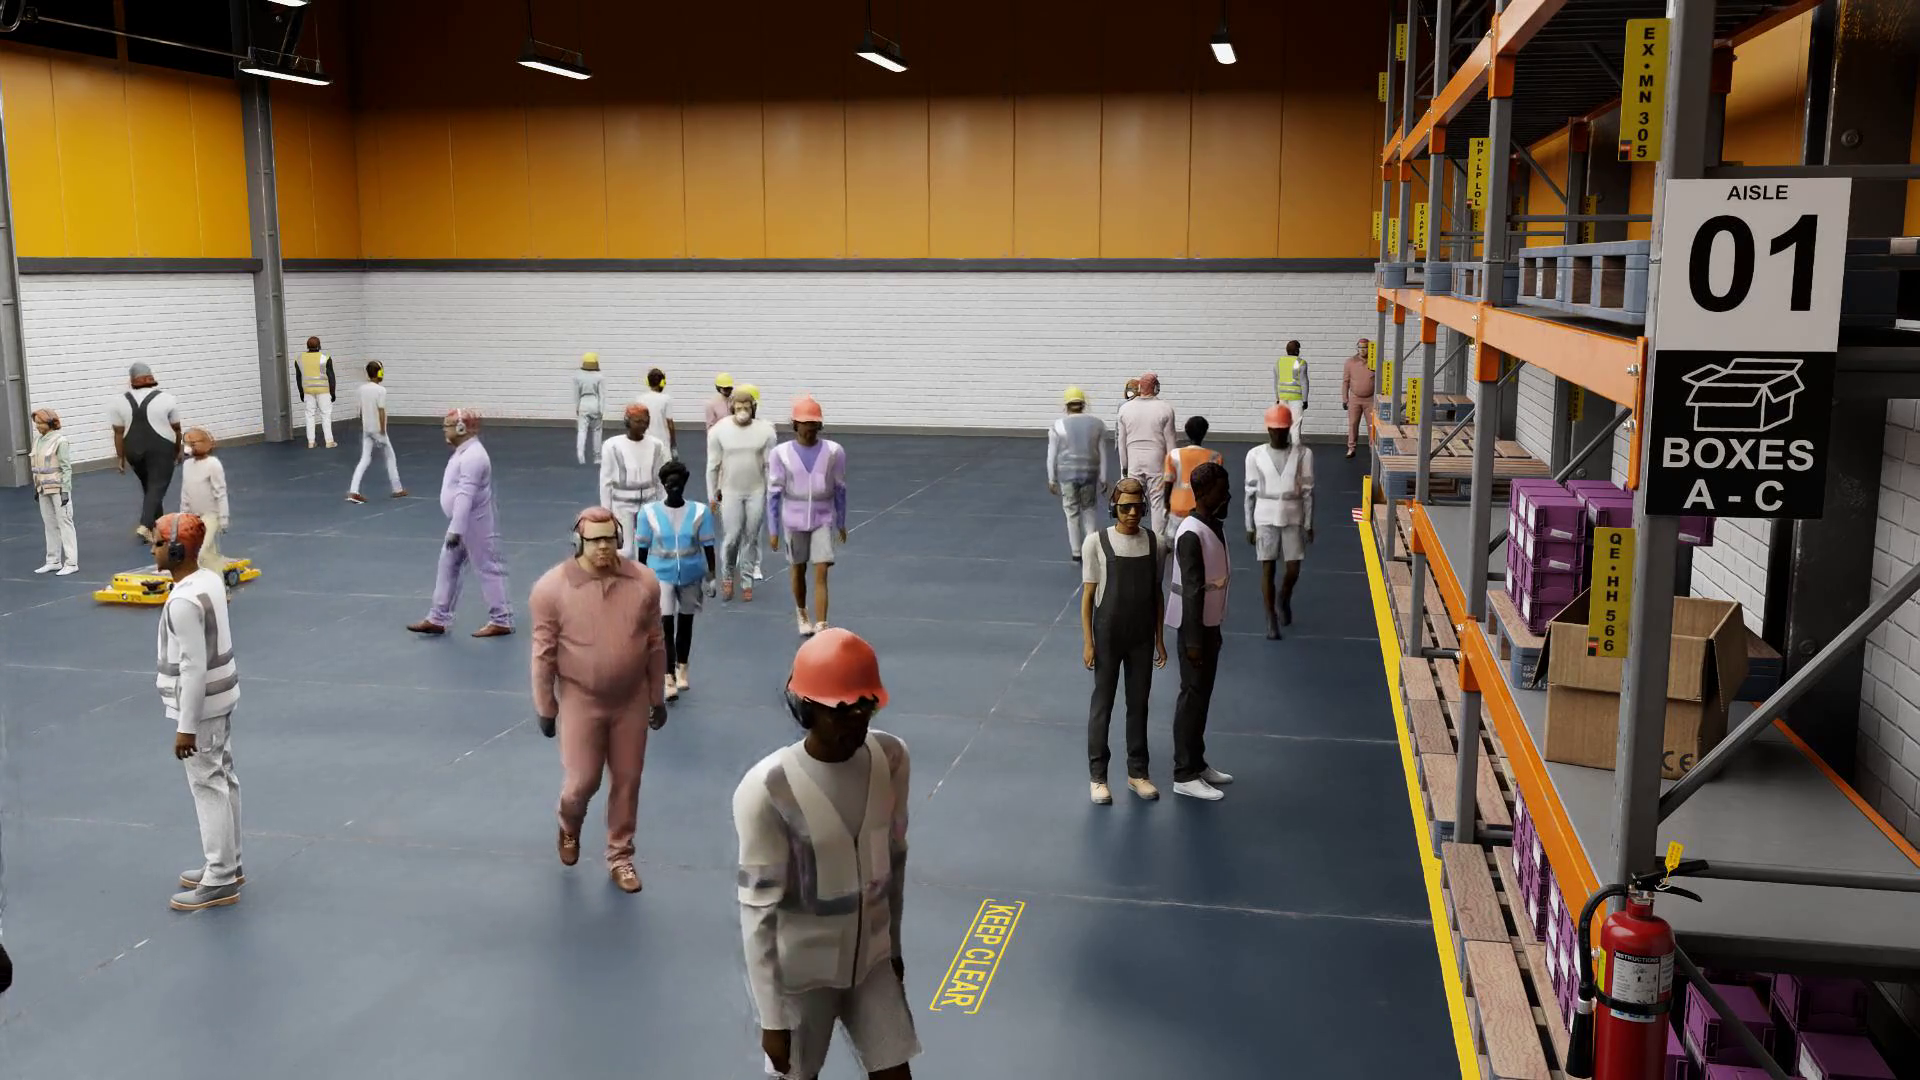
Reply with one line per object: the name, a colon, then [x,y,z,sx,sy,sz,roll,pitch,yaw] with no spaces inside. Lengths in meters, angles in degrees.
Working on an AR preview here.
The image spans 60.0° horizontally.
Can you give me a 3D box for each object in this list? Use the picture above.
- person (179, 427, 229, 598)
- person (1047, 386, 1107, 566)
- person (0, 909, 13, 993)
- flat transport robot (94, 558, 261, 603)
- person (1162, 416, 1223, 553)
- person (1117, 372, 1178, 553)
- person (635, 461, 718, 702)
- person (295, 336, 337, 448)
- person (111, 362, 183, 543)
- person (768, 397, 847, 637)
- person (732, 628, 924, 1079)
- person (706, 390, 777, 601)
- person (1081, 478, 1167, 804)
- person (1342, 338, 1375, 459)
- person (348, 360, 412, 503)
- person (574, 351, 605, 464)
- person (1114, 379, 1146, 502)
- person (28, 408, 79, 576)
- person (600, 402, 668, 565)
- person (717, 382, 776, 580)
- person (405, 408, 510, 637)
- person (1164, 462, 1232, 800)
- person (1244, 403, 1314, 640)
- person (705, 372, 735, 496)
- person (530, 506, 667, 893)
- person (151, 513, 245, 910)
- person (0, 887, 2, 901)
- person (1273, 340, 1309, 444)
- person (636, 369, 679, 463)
person: [-6.631,-0.179,14.555,0.520,1.615,0.414,6,11,34]
person: [1.171,-0.642,16.772,0.603,1.807,0.427,-2,10,-9]
person: [-3.221,1.239,4.976,0.651,1.965,0.567,-3,10,-15]
flat transport robot: [-7.235,0.349,15.433,0.652,0.197,1.431,2,10,14]
person: [2.116,-0.291,15.052,0.560,1.664,0.742,1,10,9]
person: [1.977,-0.797,17.422,0.643,1.909,0.410,4,10,25]
person: [-1.953,0.292,11.565,0.557,1.656,0.819,-3,10,-17]
person: [-10.629,-2.440,27.510,0.625,1.846,0.429,0,9,-2]
person: [-8.921,-1.005,18.269,0.678,2.000,1.027,0,9,-2]
person: [-1.206,-0.140,13.205,0.630,1.986,1.075,-2,10,-10]
person: [-0.315,1.248,4.770,0.638,2.010,0.870,-7,12,-38]
person: [-1.944,-0.391,14.959,0.642,1.915,0.427,-3,10,-20]
person: [0.934,0.565,9.402,0.507,1.846,0.345,-3,10,-16]
person: [6.285,-2.200,25.948,0.658,1.894,0.415,3,10,17]
person: [-7.497,-1.378,21.244,0.532,1.817,0.986,4,10,24]
person: [-5.600,-1.983,25.110,0.485,1.725,0.698,0,9,2]
person: [2.122,-1.158,20.416,0.497,1.633,0.284,6,11,31]
person: [-8.867,-0.470,16.263,0.511,1.638,0.309,5,11,28]
person: [-2.834,-0.271,14.371,0.603,1.864,0.514,-7,12,-36]
person: [-2.077,-0.587,16.143,0.608,1.908,0.602,-2,10,-14]
person: [-4.097,-0.114,13.424,0.895,1.874,0.647,-5,11,-27]
person: [1.377,0.506,9.533,0.385,1.918,0.596,3,10,18]
person: [2.593,-0.159,13.526,0.573,1.926,0.502,2,10,9]
person: [-2.838,-1.155,20.079,0.544,1.742,0.584,-6,11,-32]
person: [-1.748,0.759,8.103,0.646,1.892,0.514,-5,11,-29]
person: [-3.606,0.801,7.867,0.359,1.883,0.573,-2,10,-13]
person: [-3.720,1.144,5.707,1.008,1.905,0.624,4,10,25]
person: [5.245,-2.228,26.232,0.429,1.845,0.628,-9,13,-43]
person: [-3.512,-1.057,19.275,0.746,1.825,0.531,4,10,24]
